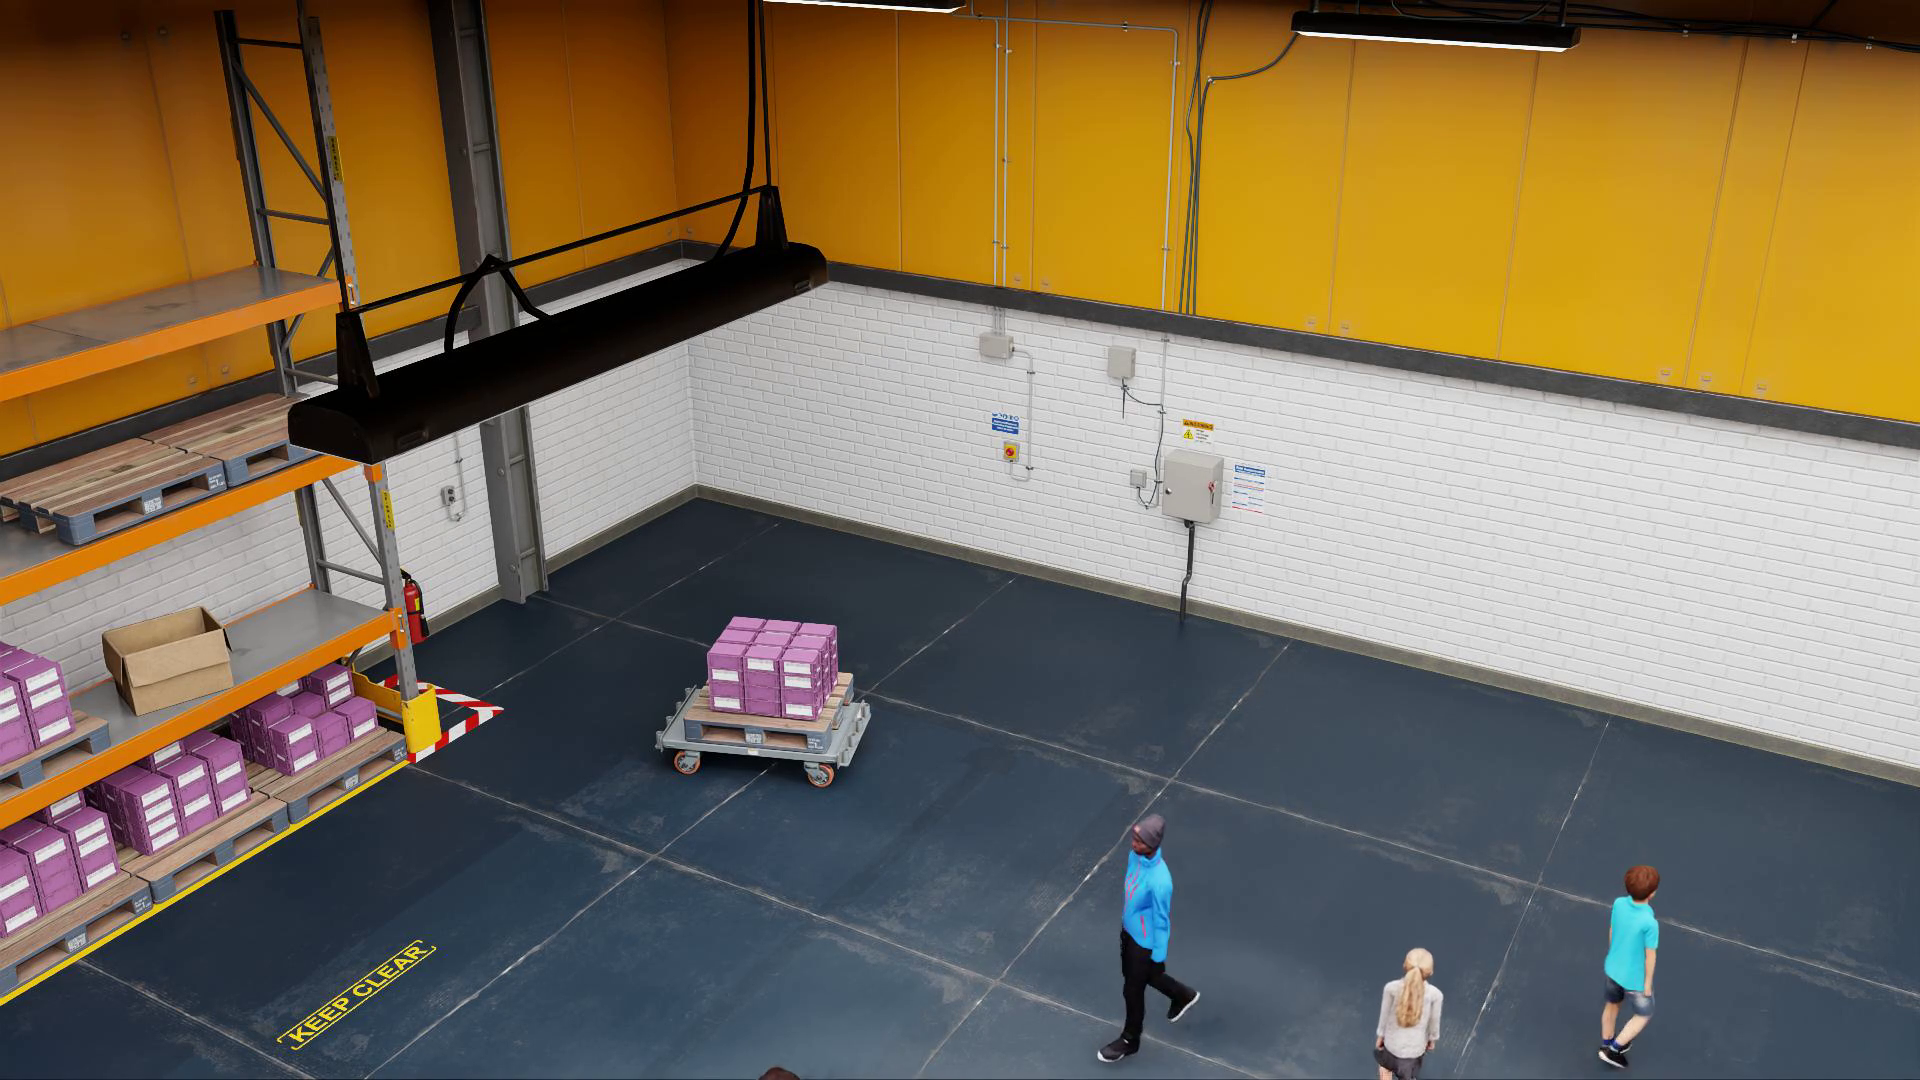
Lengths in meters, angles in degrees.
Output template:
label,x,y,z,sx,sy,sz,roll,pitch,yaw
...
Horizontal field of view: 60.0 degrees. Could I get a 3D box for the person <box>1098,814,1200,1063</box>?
label,x,y,z,sx,sy,sz,roll,pitch,yaw
person,1.237,2.471,10.446,1.057,1.777,0.982,-7,25,-16

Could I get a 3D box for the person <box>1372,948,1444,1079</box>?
label,x,y,z,sx,sy,sz,roll,pitch,yaw
person,2.647,2.995,9.884,0.589,1.266,0.629,5,24,12

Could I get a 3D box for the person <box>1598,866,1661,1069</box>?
label,x,y,z,sx,sy,sz,roll,pitch,yaw
person,4.134,2.681,10.380,0.718,1.445,0.666,-10,26,-22
